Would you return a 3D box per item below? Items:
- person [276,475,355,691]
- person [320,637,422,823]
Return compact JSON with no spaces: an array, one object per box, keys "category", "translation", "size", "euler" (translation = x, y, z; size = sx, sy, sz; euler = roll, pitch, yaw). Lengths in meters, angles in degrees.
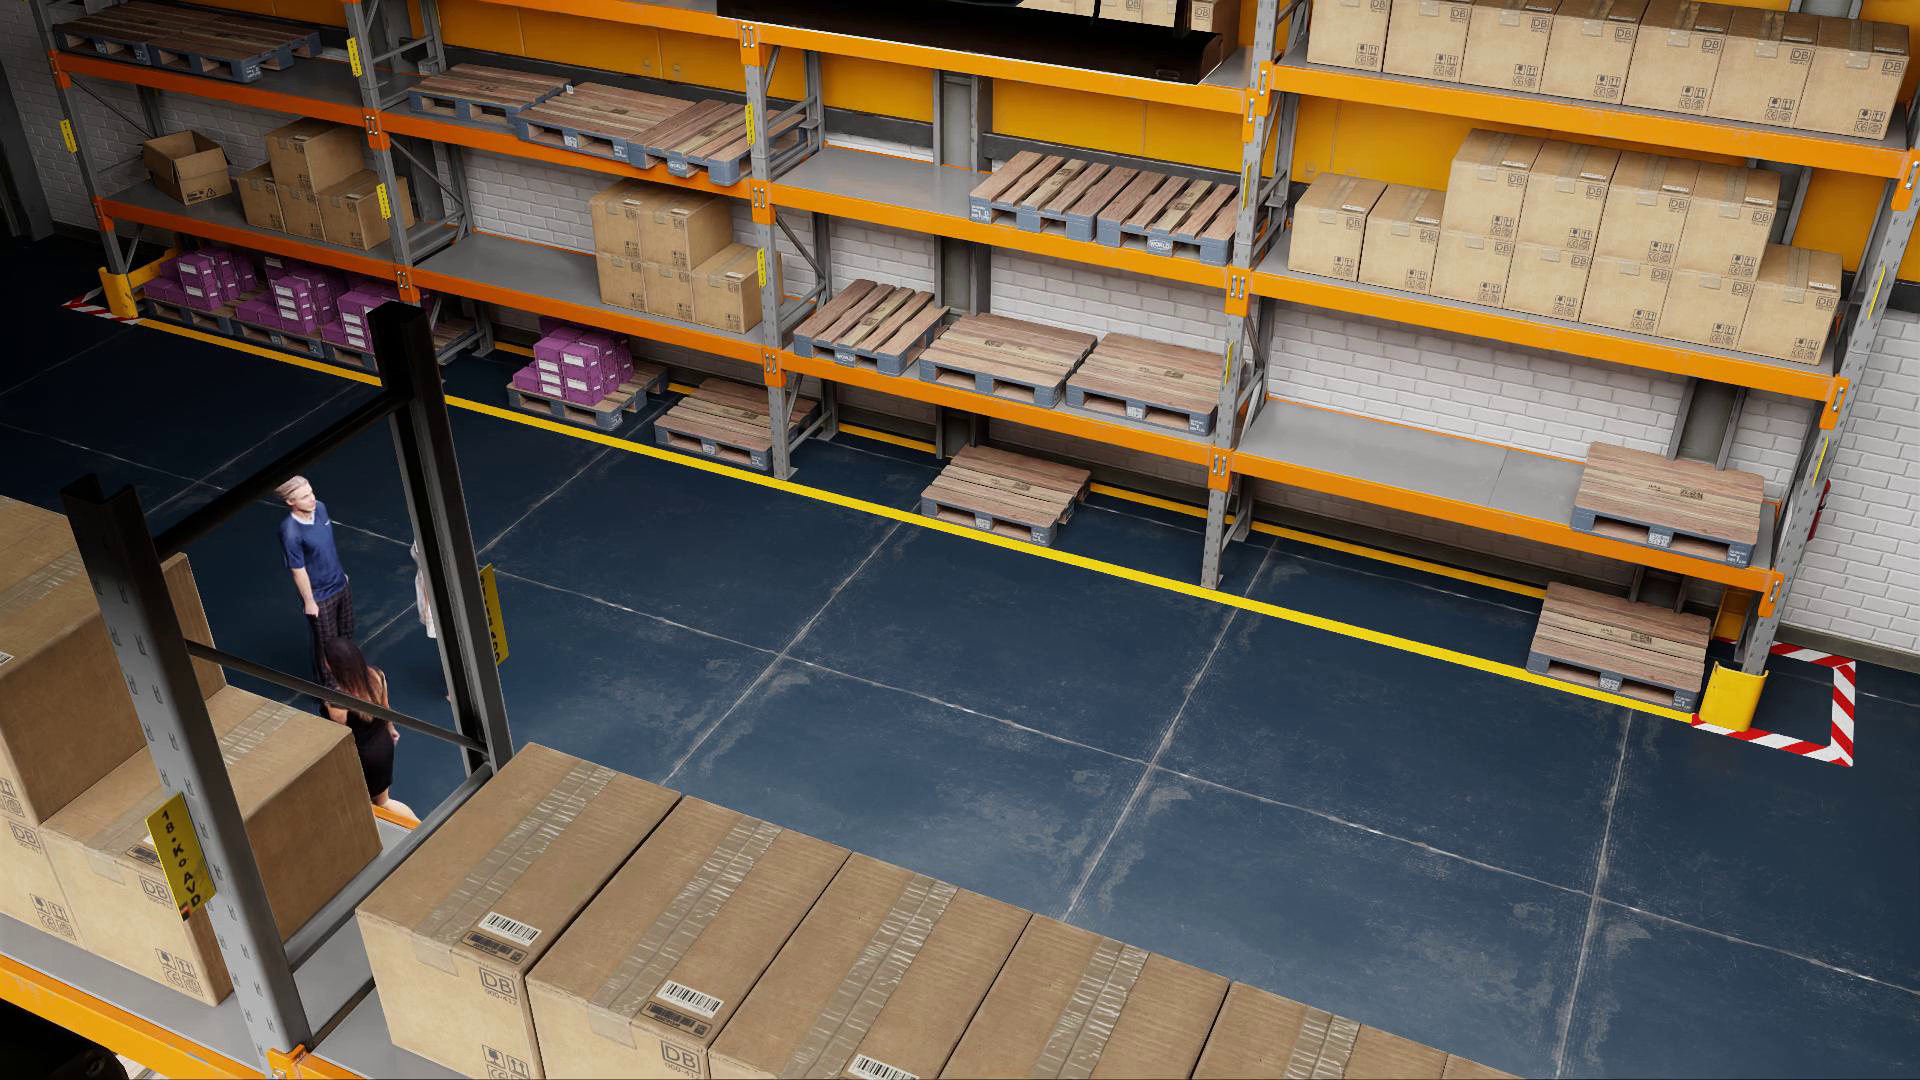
[{"category":"person","translation":[-4.569,0.334,11.881],"size":[0.705,1.882,0.724],"euler":[7,34,11]},{"category":"person","translation":[-3.676,1.368,10.499],"size":[1.082,1.690,0.791],"euler":[7,34,11]}]
